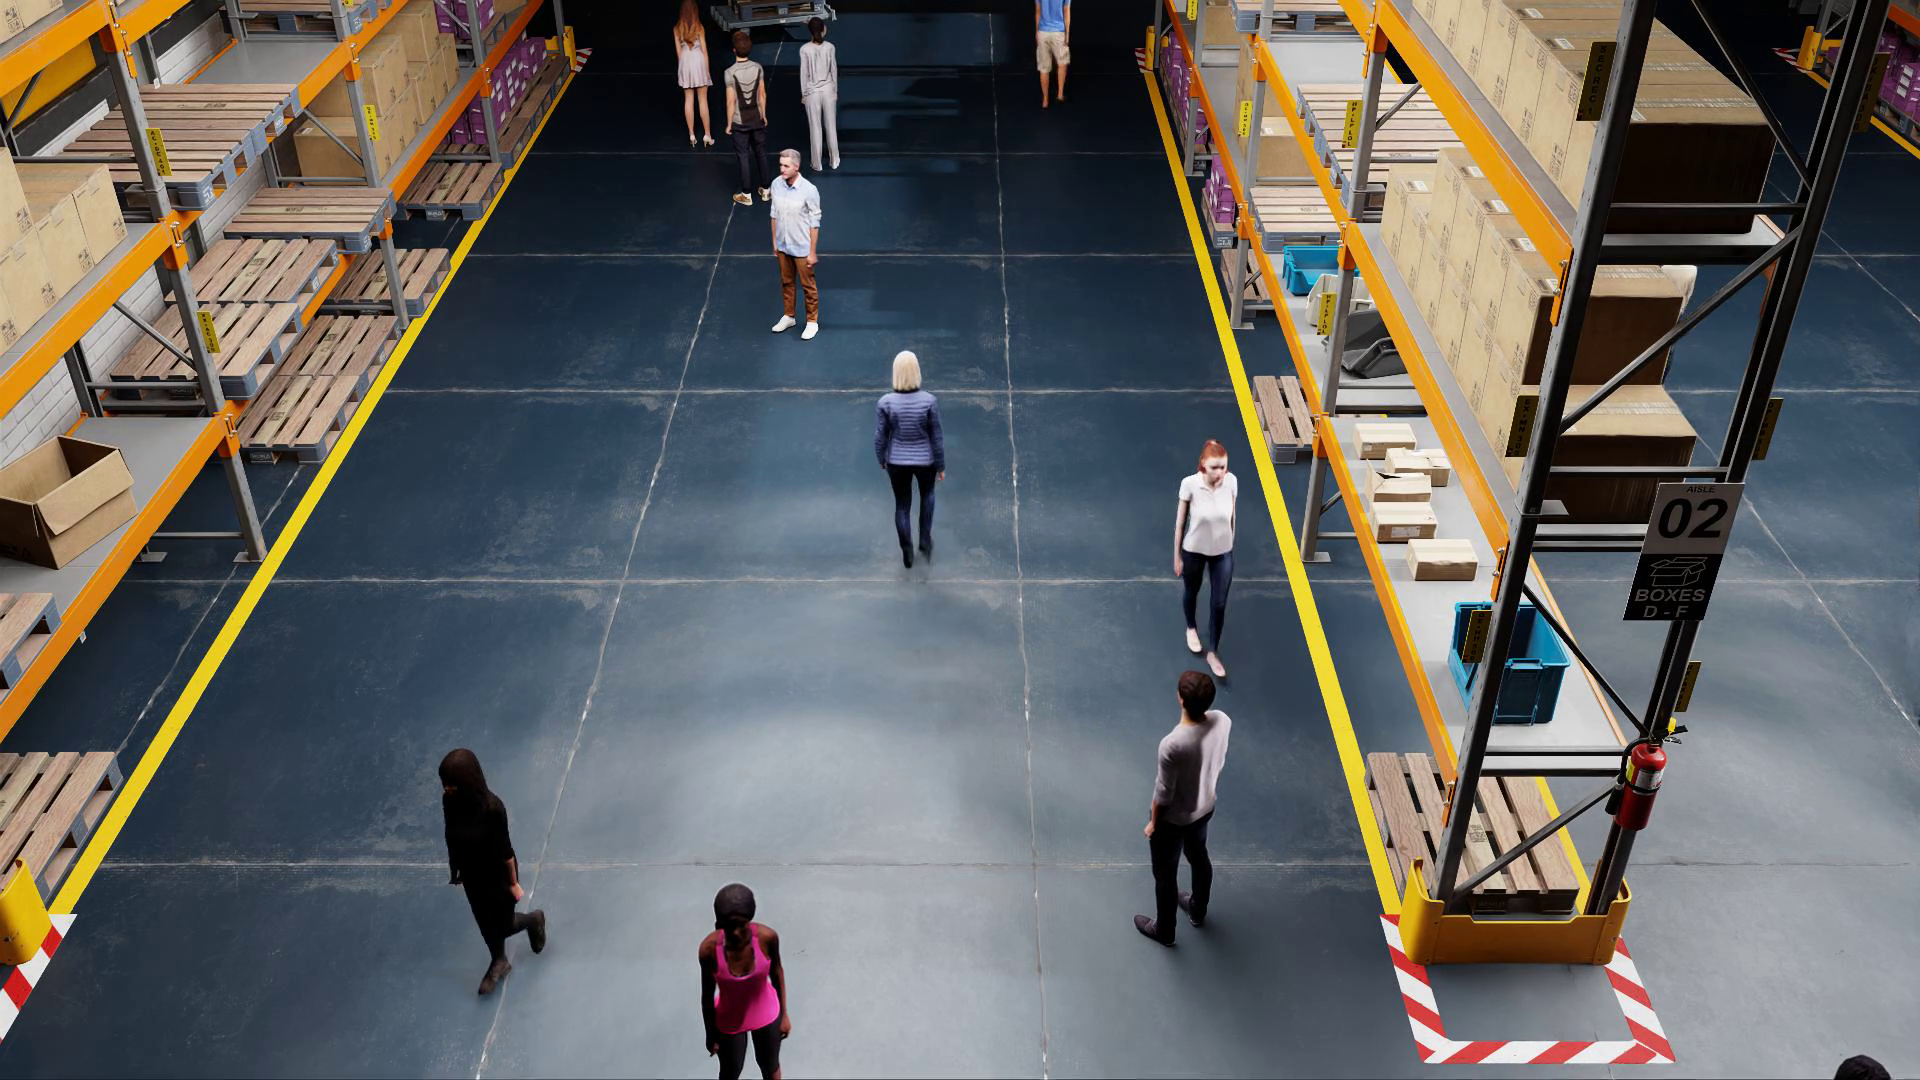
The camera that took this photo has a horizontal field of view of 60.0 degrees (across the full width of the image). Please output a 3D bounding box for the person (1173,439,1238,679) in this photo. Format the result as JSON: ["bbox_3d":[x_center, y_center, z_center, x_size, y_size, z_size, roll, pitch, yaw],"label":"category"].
[{"bbox_3d":[1.667,0.037,11.439,0.645,1.719,0.858,-3,34,-4],"label":"person"}]

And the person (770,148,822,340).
[{"bbox_3d":[-1.545,-2.798,15.605,0.766,1.827,0.750,16,37,23],"label":"person"}]

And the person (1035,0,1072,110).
[{"bbox_3d":[1.142,-6.344,20.921,0.676,1.848,0.715,5,34,7],"label":"person"}]

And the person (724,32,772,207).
[{"bbox_3d":[-2.337,-4.634,18.305,0.738,1.897,0.745,-19,38,-26],"label":"person"}]

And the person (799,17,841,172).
[{"bbox_3d":[-1.613,-5.140,19.177,0.635,1.773,0.604,-8,35,-12],"label":"person"}]

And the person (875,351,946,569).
[{"bbox_3d":[-0.363,-0.545,12.307,0.672,1.727,0.645,0,34,0],"label":"person"}]

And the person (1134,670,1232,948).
[{"bbox_3d":[1.237,1.472,9.167,0.733,1.843,0.758,-24,40,-31],"label":"person"}]

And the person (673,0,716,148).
[{"bbox_3d":[-3.176,-5.568,19.825,0.592,1.769,0.609,5,34,7],"label":"person"}]

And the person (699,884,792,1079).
[{"bbox_3d":[-1.029,2.300,8.029,0.629,1.723,0.628,-9,35,-13],"label":"person"}]

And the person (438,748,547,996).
[{"bbox_3d":[-2.503,1.732,8.968,0.740,1.631,0.831,12,35,18],"label":"person"}]
